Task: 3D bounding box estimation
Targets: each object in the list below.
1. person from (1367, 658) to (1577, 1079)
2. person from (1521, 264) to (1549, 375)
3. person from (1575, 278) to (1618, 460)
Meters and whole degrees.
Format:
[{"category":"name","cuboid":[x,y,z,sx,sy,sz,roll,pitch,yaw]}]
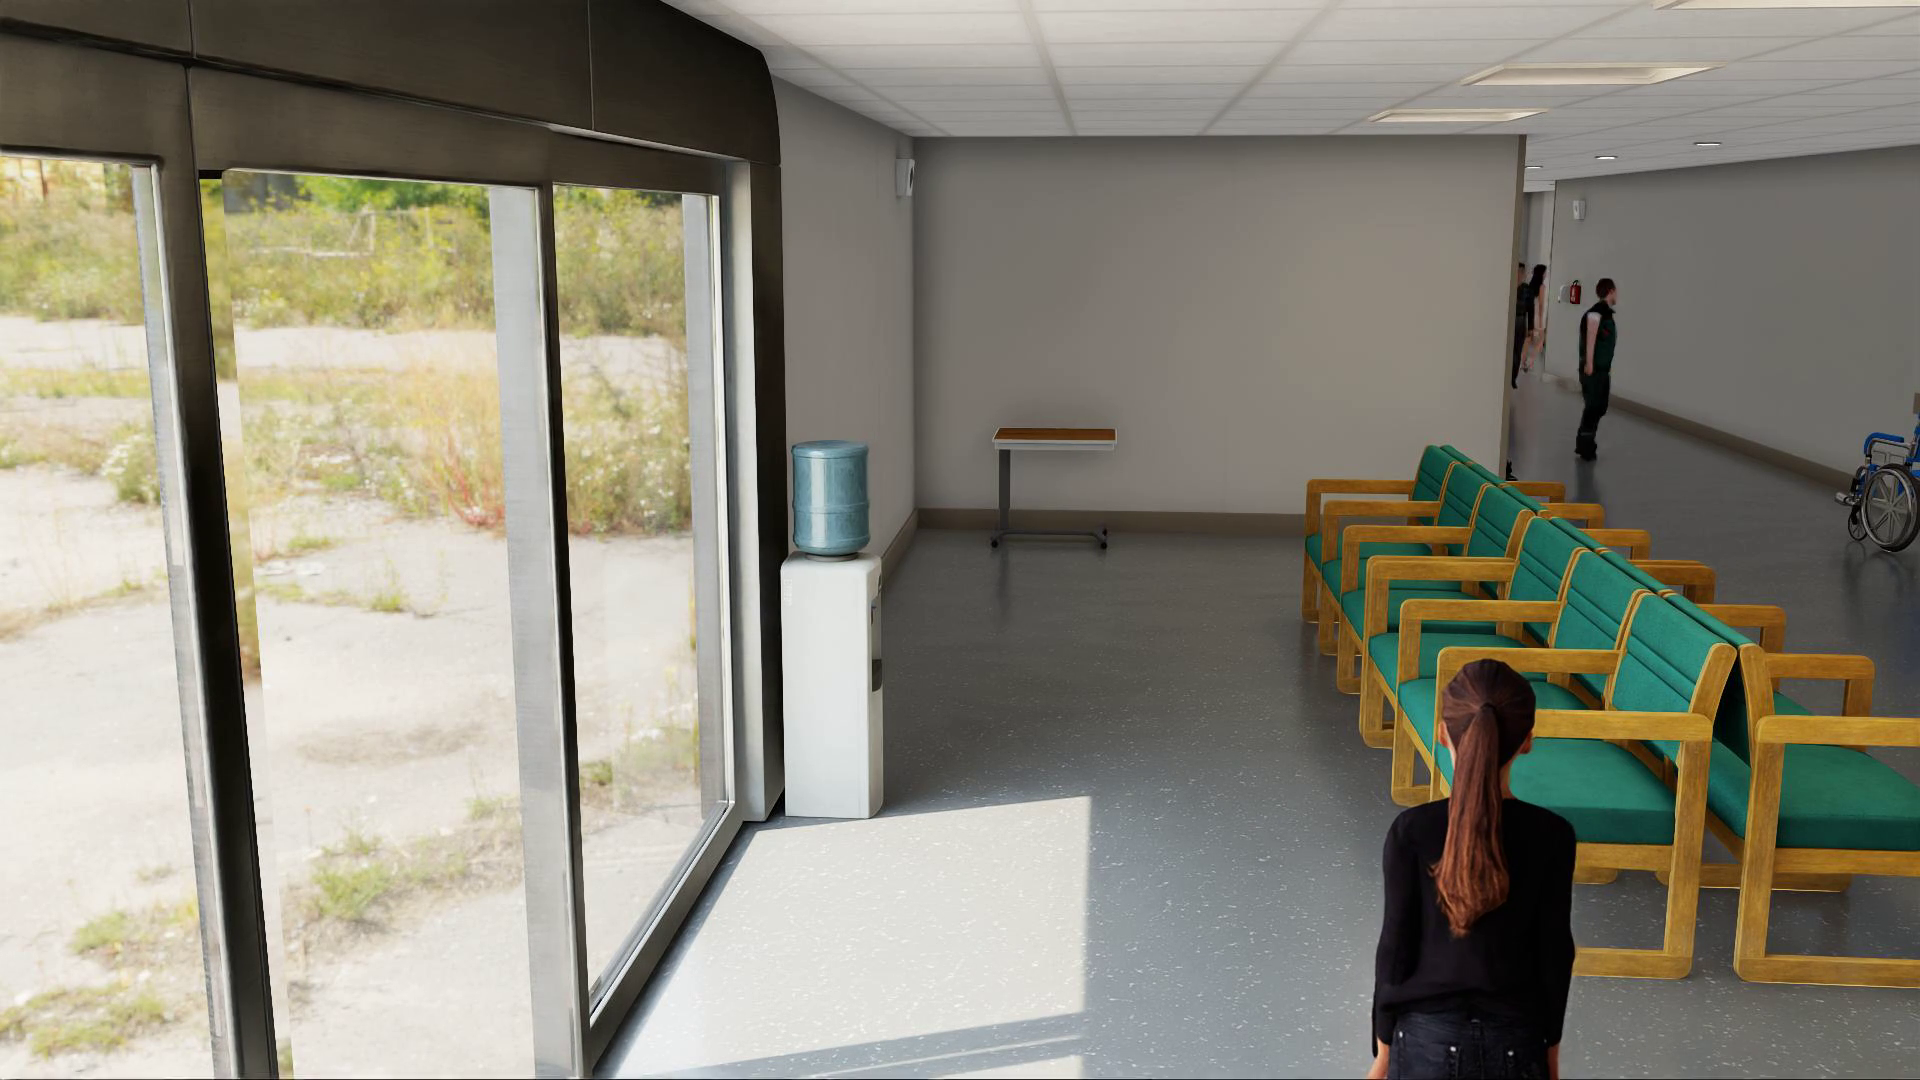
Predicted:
[{"category":"person","cuboid":[0.986,0.981,3.220,0.480,1.555,0.600,2,11,8]},{"category":"person","cuboid":[9.011,-3.478,26.266,0.738,1.723,0.731,-5,12,-25]},{"category":"person","cuboid":[6.409,-1.728,16.799,0.850,1.815,0.793,-10,14,-41]}]
